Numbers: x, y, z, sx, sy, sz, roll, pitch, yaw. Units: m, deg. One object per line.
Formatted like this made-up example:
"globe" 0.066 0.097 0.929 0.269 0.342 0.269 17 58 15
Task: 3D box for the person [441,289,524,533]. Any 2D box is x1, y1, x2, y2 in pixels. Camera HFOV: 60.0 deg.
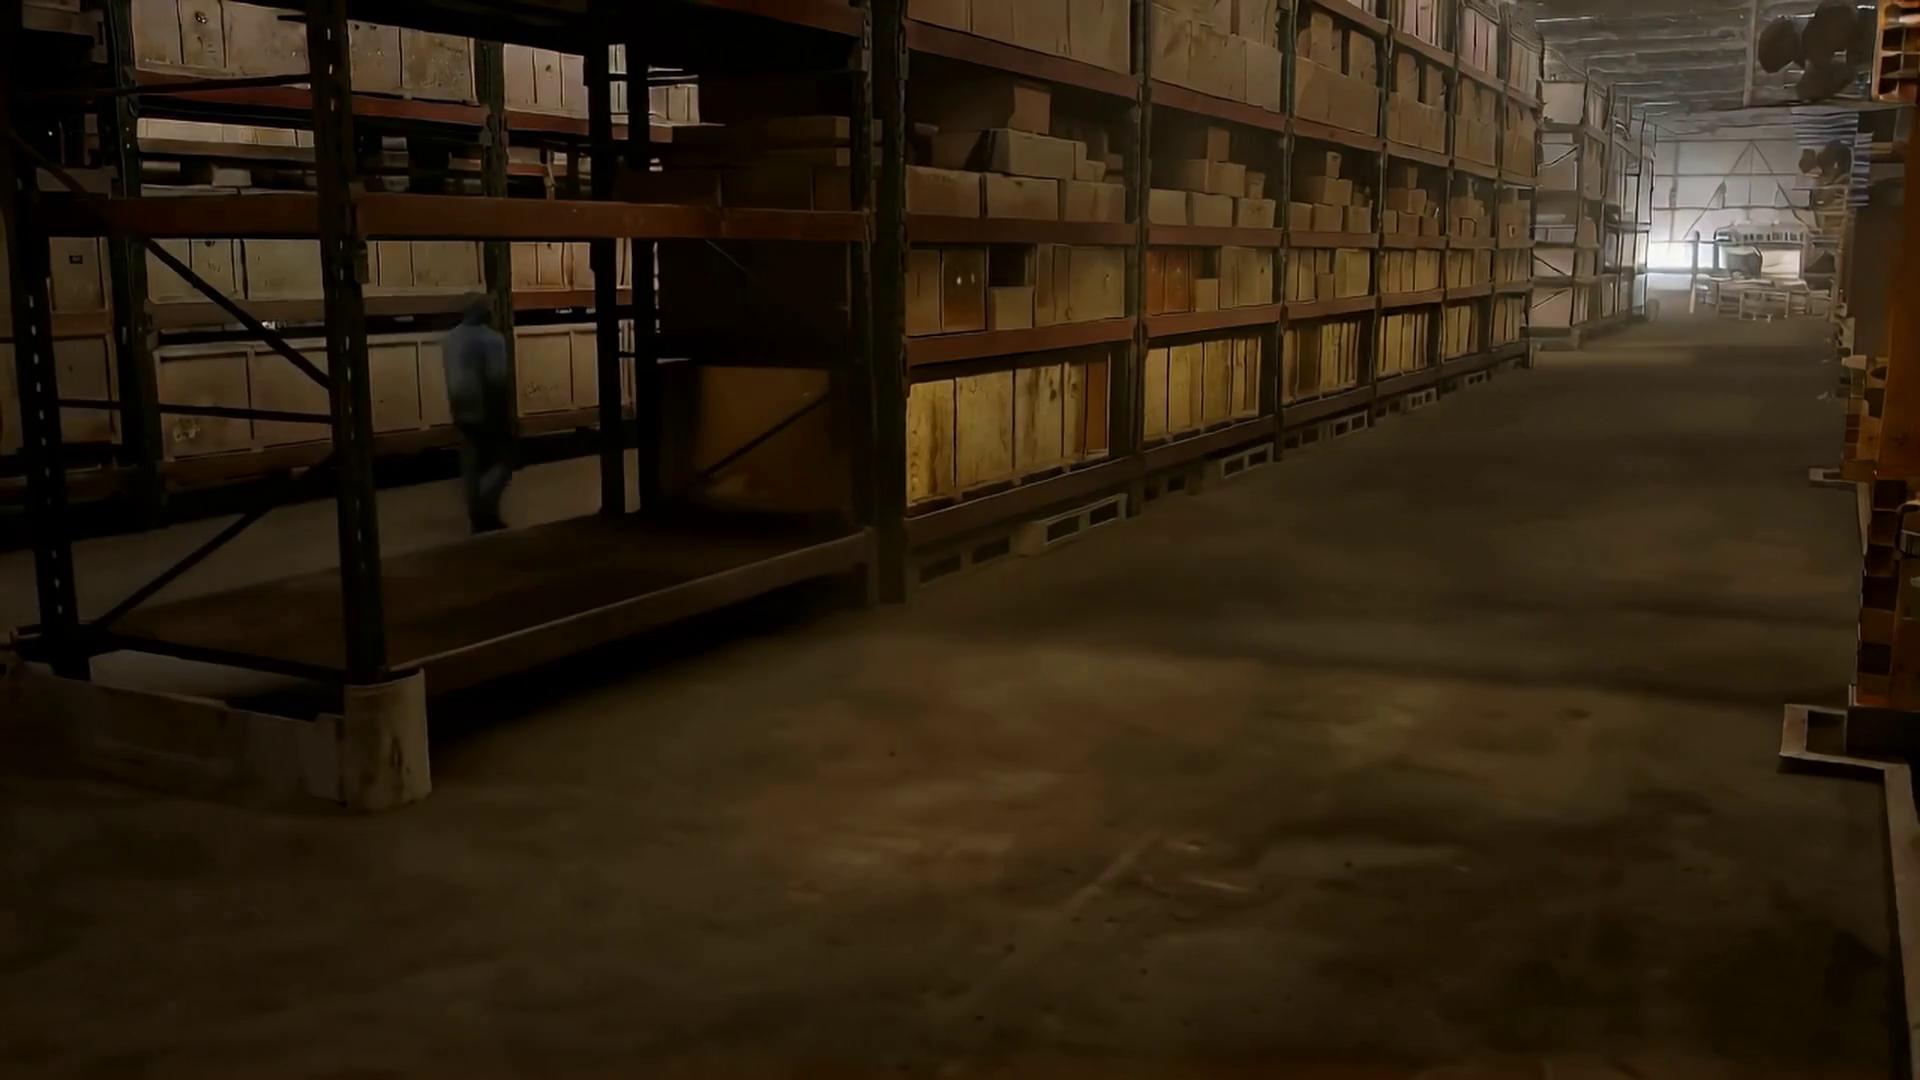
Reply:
"person" -3.695 -0.993 12.932 0.669 1.894 0.432 5 11 28
